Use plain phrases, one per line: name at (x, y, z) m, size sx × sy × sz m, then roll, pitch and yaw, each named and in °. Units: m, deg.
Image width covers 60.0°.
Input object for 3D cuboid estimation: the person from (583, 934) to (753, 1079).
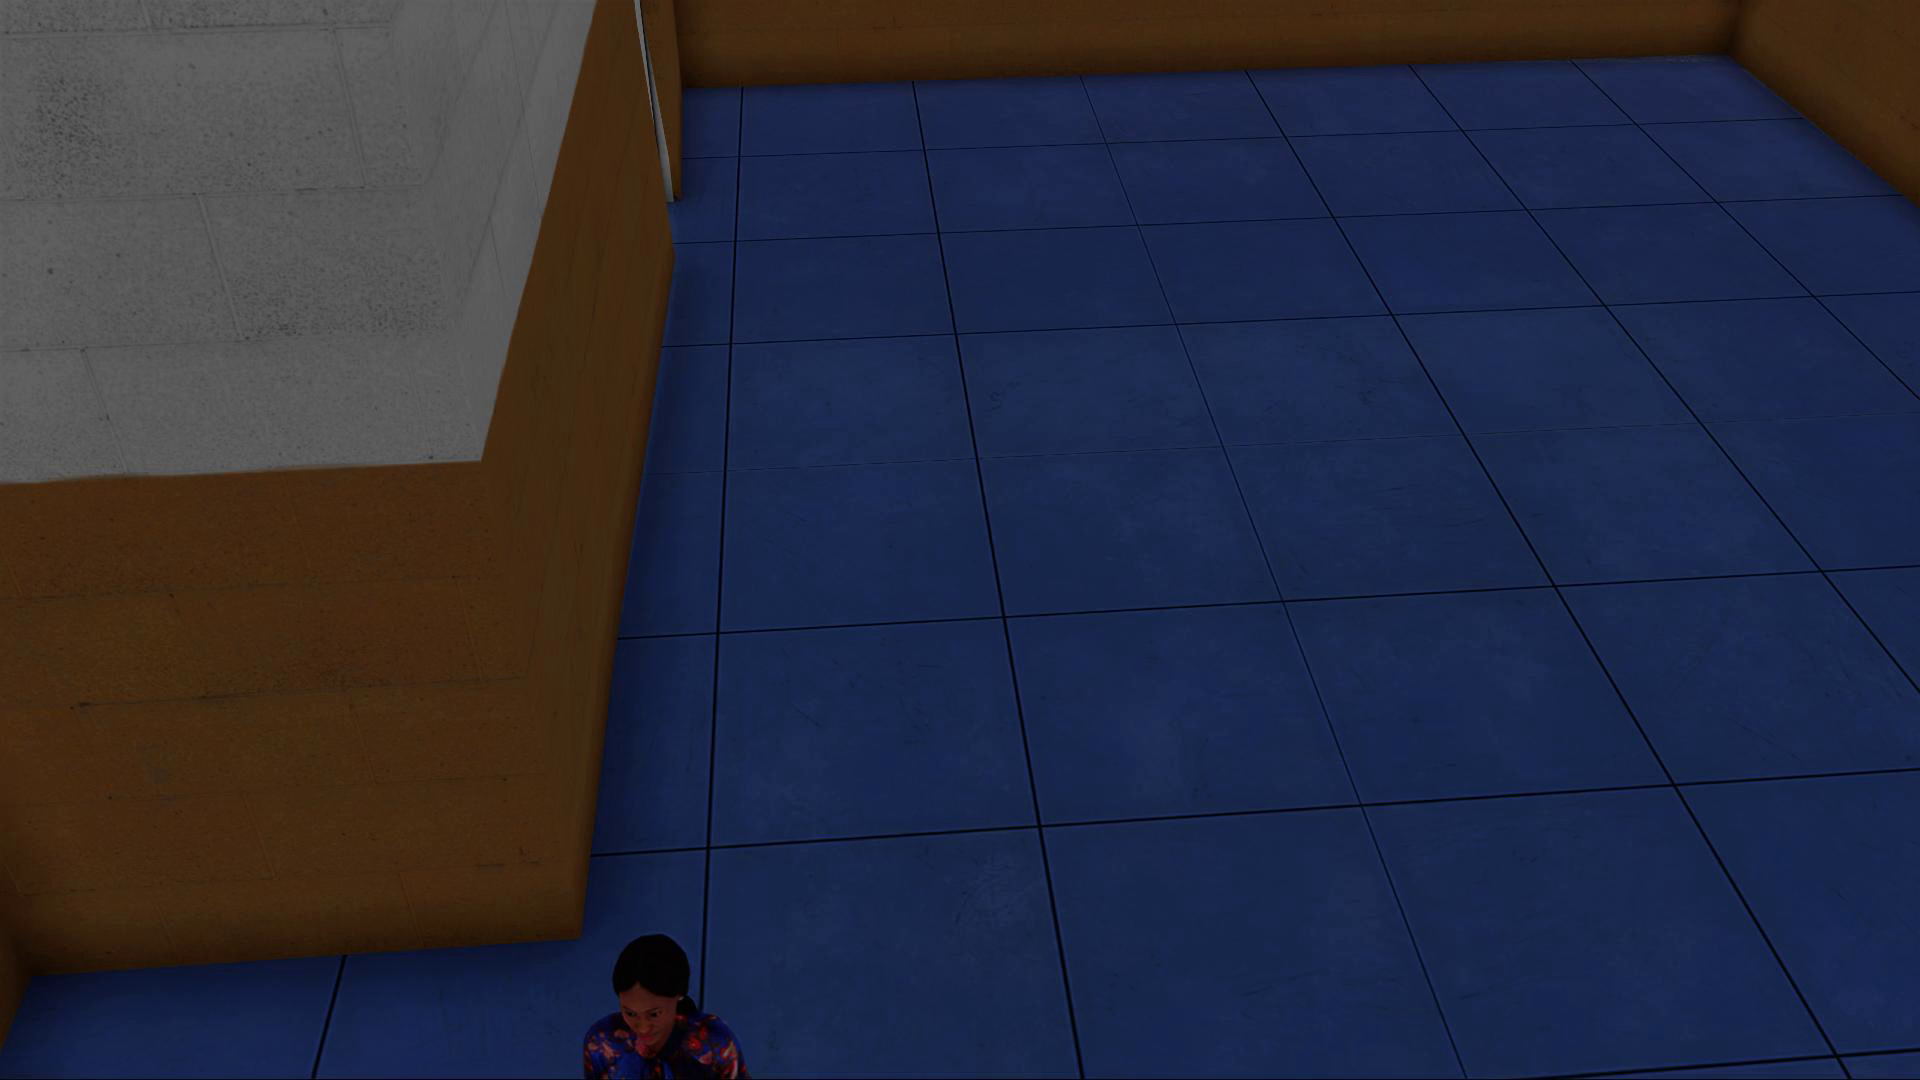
person at (-0.769, 1.705, 4.553) m, size 0.441 × 1.743 × 0.640 m, roll -3°, pitch 37°, yaw -4°
